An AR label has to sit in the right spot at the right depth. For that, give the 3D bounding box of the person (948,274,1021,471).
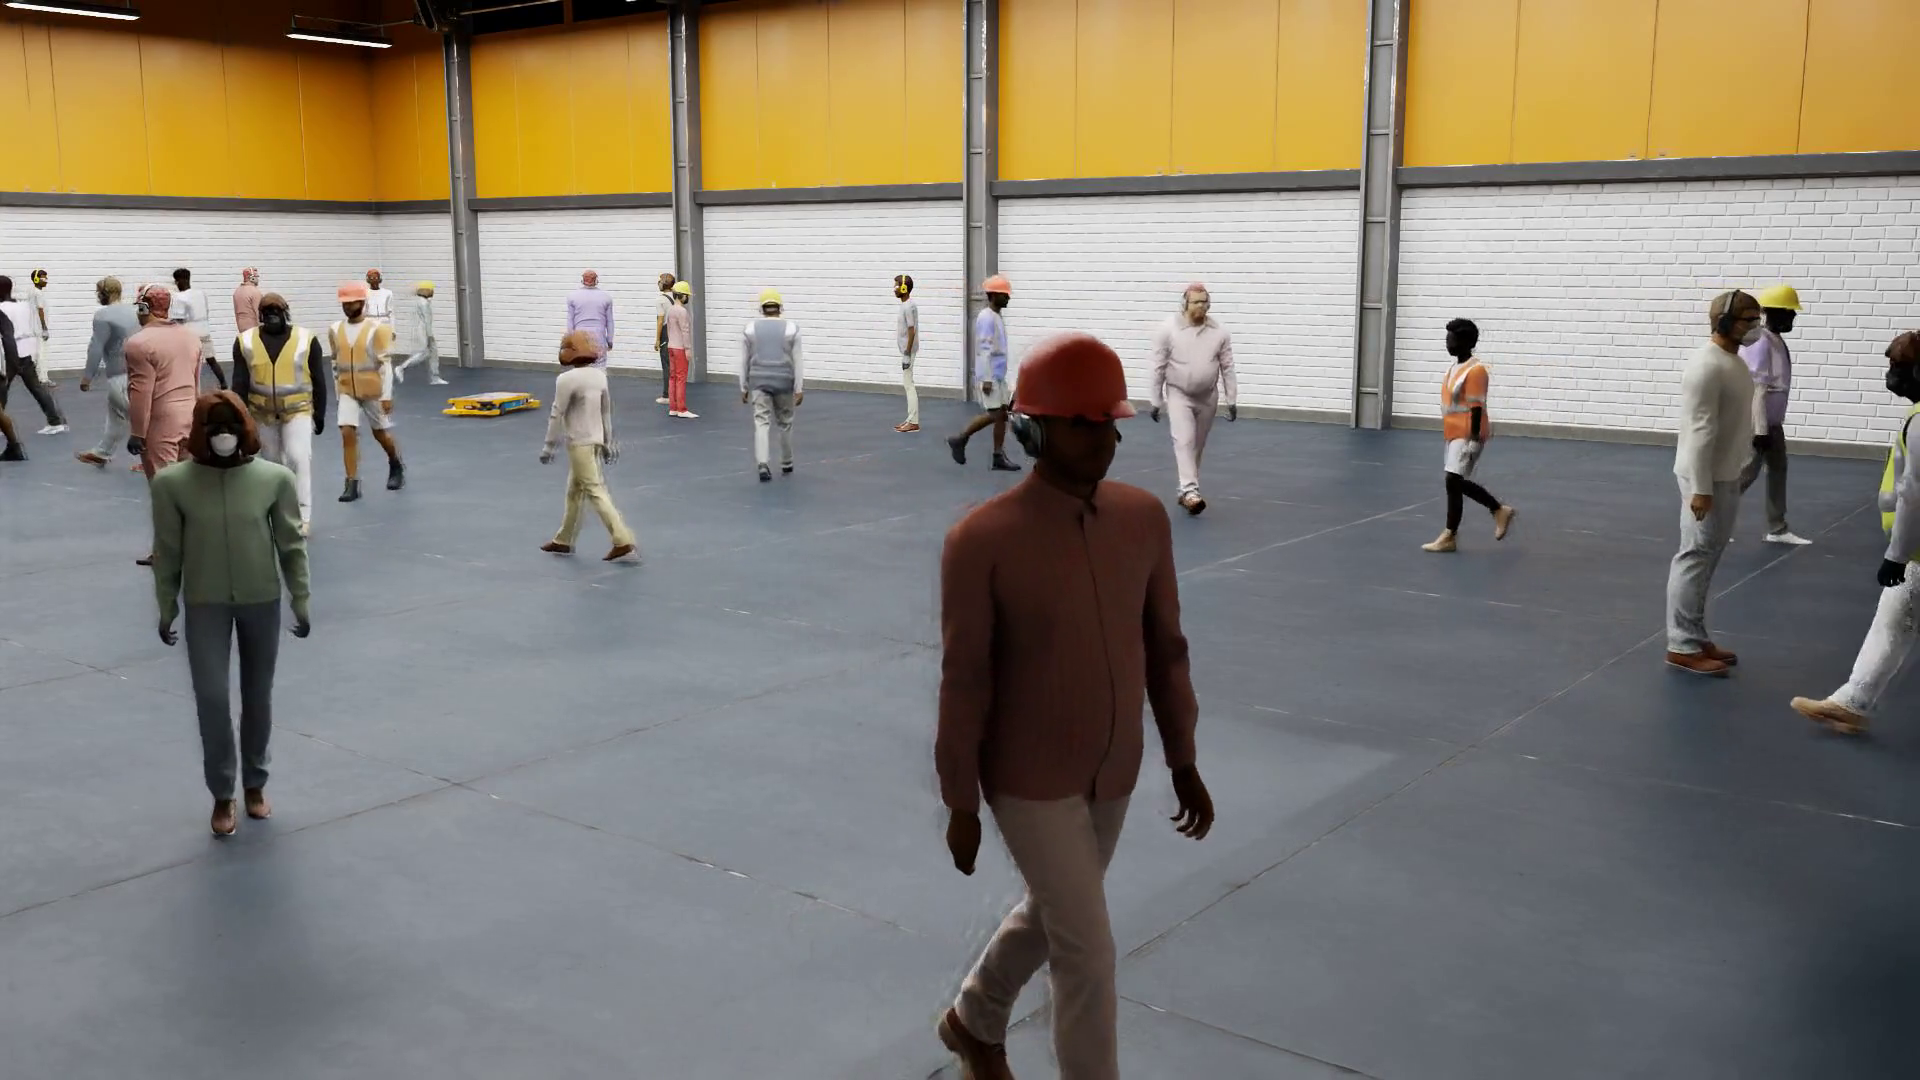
[{"bbox_3d":[0.256,-1.621,16.196,0.631,1.918,0.565,3,10,18],"label":"person"}]

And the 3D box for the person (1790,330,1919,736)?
[{"bbox_3d":[4.025,0.020,7.018,0.895,1.788,0.631,6,11,31],"label":"person"}]

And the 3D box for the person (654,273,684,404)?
[{"bbox_3d":[-4.121,-2.851,23.566,0.340,1.846,0.513,7,12,35],"label":"person"}]

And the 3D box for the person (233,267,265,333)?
[{"bbox_3d":[-10.958,-3.269,25.825,0.653,1.906,0.405,7,12,35],"label":"person"}]

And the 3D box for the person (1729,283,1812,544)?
[{"bbox_3d":[5.868,-0.905,12.147,0.632,1.939,0.620,7,12,37],"label":"person"}]

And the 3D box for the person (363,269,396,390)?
[{"bbox_3d":[-9.053,-3.254,25.810,0.576,1.881,0.354,-6,11,-31],"label":"person"}]

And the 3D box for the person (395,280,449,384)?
[{"bbox_3d":[-8.735,-3.352,26.892,0.729,1.705,0.471,-1,10,-8],"label":"person"}]

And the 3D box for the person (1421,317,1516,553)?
[{"bbox_3d":[3.639,-0.739,11.779,0.659,1.670,0.533,-1,10,-3],"label":"person"}]

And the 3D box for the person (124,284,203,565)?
[{"bbox_3d":[-5.448,-0.783,11.356,0.408,1.909,0.638,2,10,12],"label":"person"}]

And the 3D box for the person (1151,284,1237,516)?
[{"bbox_3d":[1.932,-1.134,13.523,0.676,1.853,0.975,-2,10,-11],"label":"person"}]

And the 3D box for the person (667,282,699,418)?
[{"bbox_3d":[-3.607,-2.456,21.530,0.328,1.760,0.524,-6,12,-32],"label":"person"}]

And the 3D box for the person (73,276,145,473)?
[{"bbox_3d":[-8.205,-1.585,16.077,1.007,1.888,0.656,0,10,0],"label":"person"}]

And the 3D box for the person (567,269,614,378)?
[{"bbox_3d":[-5.177,-2.833,23.327,0.646,1.901,0.401,-3,10,-14],"label":"person"}]

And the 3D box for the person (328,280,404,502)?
[{"bbox_3d":[-5.187,-1.319,14.518,0.551,1.904,0.945,1,10,4],"label":"person"}]

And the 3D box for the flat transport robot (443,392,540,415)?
[{"bbox_3d":[-6.230,-1.821,22.153,0.652,0.197,1.431,2,10,13],"label":"flat transport robot"}]

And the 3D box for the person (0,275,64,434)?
[{"bbox_3d":[-11.037,-2.143,19.412,1.024,1.873,0.590,0,10,-2],"label":"person"}]

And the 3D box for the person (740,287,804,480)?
[{"bbox_3d":[-1.761,-1.465,15.617,0.606,1.808,0.750,0,10,1],"label":"person"}]

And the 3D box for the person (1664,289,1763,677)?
[{"bbox_3d":[3.806,-0.293,8.412,0.356,1.936,0.635,7,12,35],"label":"person"}]

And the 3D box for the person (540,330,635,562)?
[{"bbox_3d":[-2.587,-0.647,11.477,0.843,1.593,0.511,4,10,20],"label":"person"}]

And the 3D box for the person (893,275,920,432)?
[{"bbox_3d":[-0.642,-2.222,19.842,0.310,1.868,0.534,0,10,-2],"label":"person"}]

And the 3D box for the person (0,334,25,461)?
[{"bbox_3d":[-10.079,-1.737,16.951,0.972,1.884,0.572,0,10,-2],"label":"person"}]

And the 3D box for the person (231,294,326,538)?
[{"bbox_3d":[-5.081,-0.913,12.398,0.633,1.813,0.832,-2,10,-11],"label":"person"}]

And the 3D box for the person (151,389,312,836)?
[{"bbox_3d":[-2.637,0.264,6.072,0.523,1.614,0.557,-5,11,-29],"label":"person"}]

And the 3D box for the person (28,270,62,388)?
[{"bbox_3d":[-14.603,-3.354,26.447,0.333,1.866,0.515,-8,13,-40],"label":"person"}]

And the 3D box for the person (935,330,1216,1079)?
[{"bbox_3d":[0.205,0.494,3.787,0.609,1.955,0.994,-8,12,-38],"label":"person"}]

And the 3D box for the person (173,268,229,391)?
[{"bbox_3d":[-11.122,-2.965,24.085,0.559,1.912,0.798,4,10,20],"label":"person"}]
